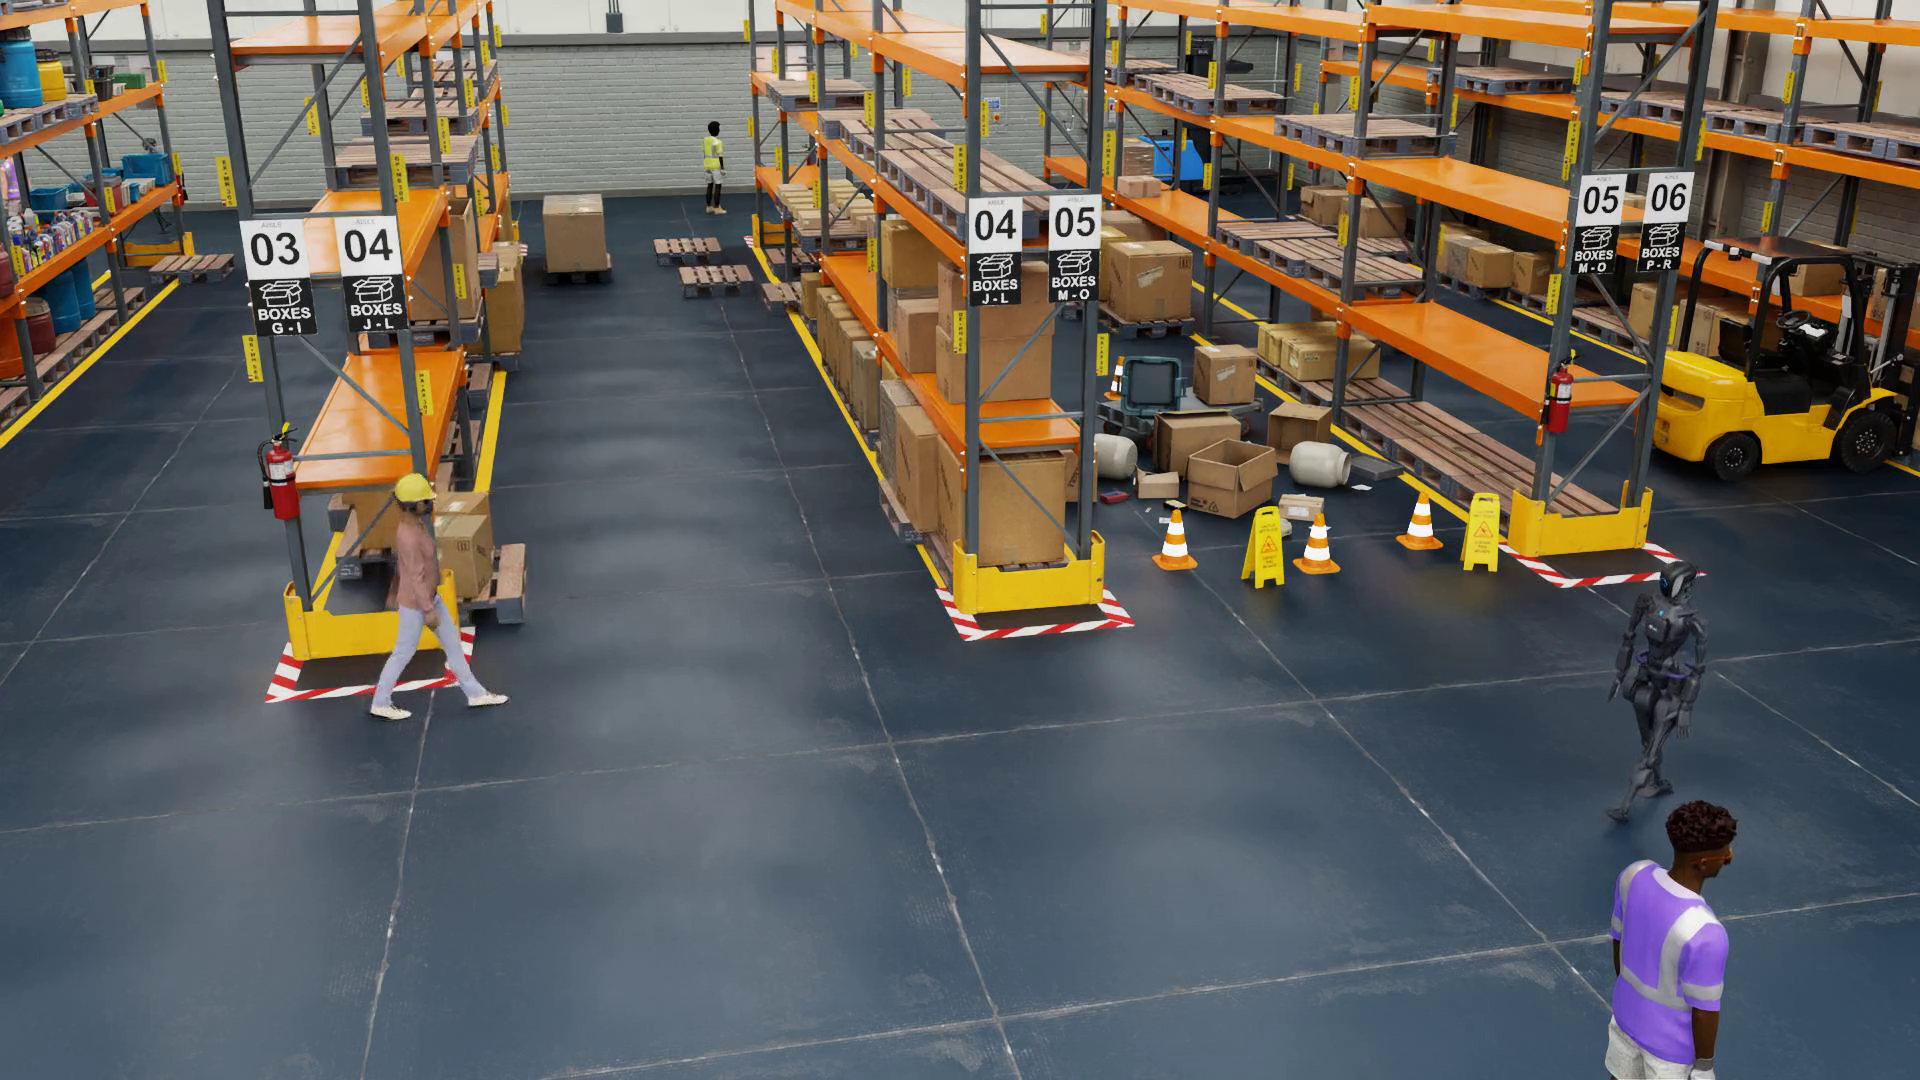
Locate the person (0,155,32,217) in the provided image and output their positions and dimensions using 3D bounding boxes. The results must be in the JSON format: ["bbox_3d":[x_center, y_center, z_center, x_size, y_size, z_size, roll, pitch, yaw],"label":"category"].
[{"bbox_3d":[-15.370,-5.565,27.153,0.349,1.688,0.491,11,23,26],"label":"person"}]

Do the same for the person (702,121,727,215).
[{"bbox_3d":[-4.519,-6.842,30.589,0.537,1.686,0.320,18,27,39],"label":"person"}]

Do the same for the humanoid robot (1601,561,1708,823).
[{"bbox_3d":[4.126,0.878,9.884,0.799,1.619,0.589,-12,23,-28],"label":"humanoid robot"}]

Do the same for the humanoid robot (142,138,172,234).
[{"bbox_3d":[-13.813,-6.068,28.543,0.336,1.643,0.590,-8,22,-20],"label":"humanoid robot"}]

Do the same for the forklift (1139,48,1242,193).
[{"bbox_3d":[4.566,-8.313,32.860,1.873,2.768,1.129,-4,21,-12],"label":"forklift"}]

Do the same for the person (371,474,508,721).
[{"bbox_3d":[-3.584,0.386,11.077,0.895,1.718,0.535,-3,21,-9],"label":"person"}]

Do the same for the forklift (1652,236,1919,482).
[{"bbox_3d":[8.013,-1.814,16.330,2.313,2.155,1.214,-4,21,-12],"label":"forklift"}]

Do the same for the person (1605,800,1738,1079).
[{"bbox_3d":[2.798,1.917,6.607,0.368,1.965,0.605,-5,21,-12],"label":"person"}]
